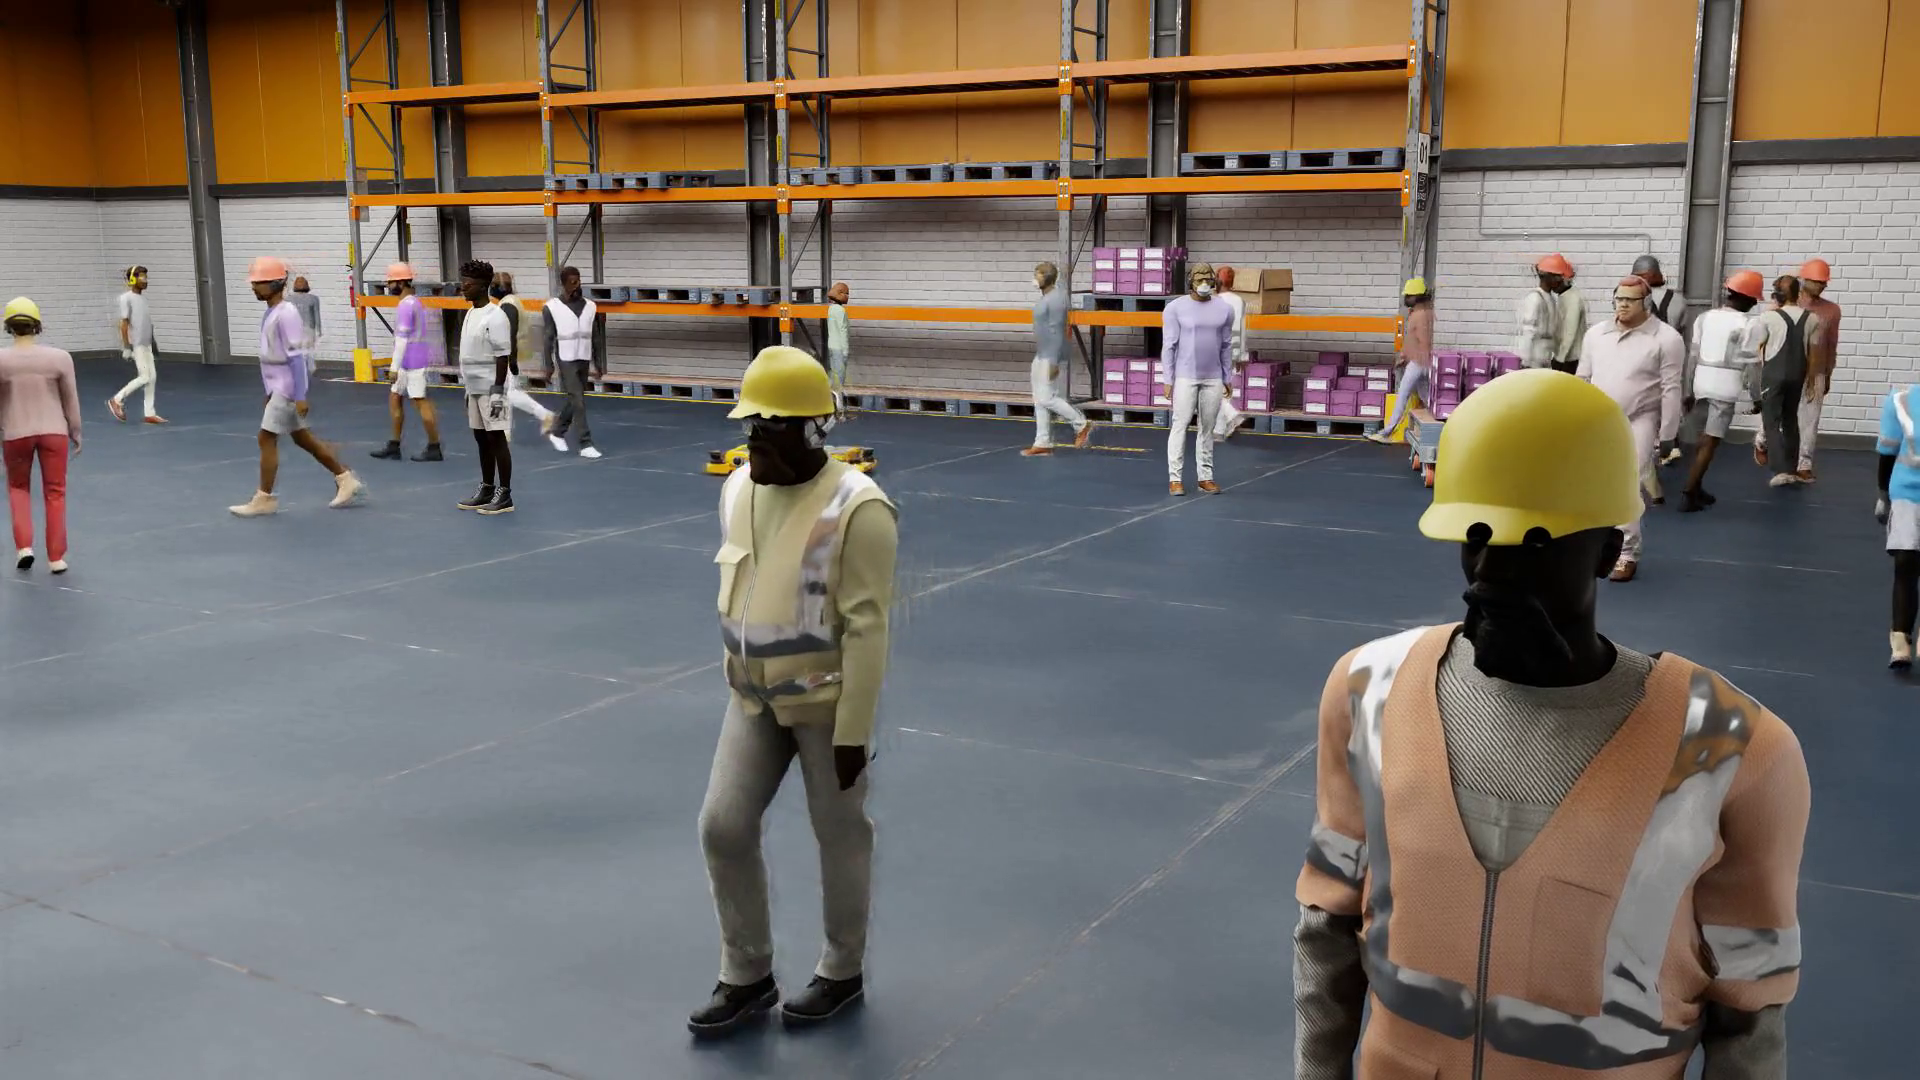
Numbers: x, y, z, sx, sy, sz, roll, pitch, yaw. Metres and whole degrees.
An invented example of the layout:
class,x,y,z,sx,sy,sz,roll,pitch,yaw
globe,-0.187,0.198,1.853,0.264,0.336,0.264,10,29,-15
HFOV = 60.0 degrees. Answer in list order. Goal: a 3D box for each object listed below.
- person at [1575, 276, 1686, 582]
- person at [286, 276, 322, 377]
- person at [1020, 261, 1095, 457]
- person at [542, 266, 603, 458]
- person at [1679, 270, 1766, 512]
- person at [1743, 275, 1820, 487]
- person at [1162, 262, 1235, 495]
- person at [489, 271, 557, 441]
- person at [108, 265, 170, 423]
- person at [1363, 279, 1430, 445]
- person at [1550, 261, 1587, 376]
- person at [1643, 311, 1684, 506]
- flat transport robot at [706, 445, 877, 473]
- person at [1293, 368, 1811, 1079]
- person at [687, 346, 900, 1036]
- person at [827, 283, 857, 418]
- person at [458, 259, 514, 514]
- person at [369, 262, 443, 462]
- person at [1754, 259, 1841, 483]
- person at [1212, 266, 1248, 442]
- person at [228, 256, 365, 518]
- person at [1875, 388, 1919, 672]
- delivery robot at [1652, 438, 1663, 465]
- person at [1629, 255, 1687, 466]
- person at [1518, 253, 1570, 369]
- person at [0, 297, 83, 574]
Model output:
class,x,y,z,sx,sy,sz,roll,pitch,yaw
person,4.087,-0.692,10.377,0.668,1.885,0.641,-7,12,-36
person,-10.283,-3.323,26.057,0.515,1.606,0.756,-4,11,-22
person,0.945,-1.764,16.305,0.622,1.926,0.632,-2,10,-12
person,-3.872,-1.782,16.554,0.952,1.881,0.599,9,14,42
person,5.945,-1.143,12.915,0.687,1.881,0.576,-5,11,-25
person,7.077,-1.354,14.299,0.516,1.817,0.633,0,10,0
person,1.981,-1.336,13.848,0.631,1.938,0.362,-2,10,-12
person,-4.682,-1.924,17.539,0.690,1.817,0.626,-2,10,-12
person,-9.591,-2.267,19.376,0.548,1.851,0.519,0,10,2
person,4.635,-1.823,17.215,0.890,1.727,0.530,2,10,12
person,5.966,-1.820,16.620,1.003,1.921,0.679,1,10,4
person,5.341,-1.016,13.064,0.887,1.583,0.545,-7,12,-34
flat transport robot,-1.528,-0.736,15.174,1.431,0.197,0.652,2,10,10
person,0.673,0.753,2.048,0.594,1.926,0.368,7,12,36
person,-0.476,0.416,4.270,0.627,1.810,0.640,8,13,38
person,-1.452,-2.284,20.081,0.289,1.632,0.497,-4,11,-23
person,-3.695,-1.186,12.920,0.368,1.966,0.603,-8,13,-40
person,-5.383,-1.689,15.917,0.835,1.904,0.566,-2,10,-11
person,7.449,-1.517,14.835,0.625,1.967,0.818,1,10,4
person,2.787,-1.936,17.449,0.592,1.866,0.547,-8,13,-38
person,-5.143,-1.184,12.851,0.986,2.005,0.652,-6,12,-30
person,4.727,-0.177,8.054,0.550,1.649,0.845,5,11,27
delivery robot,5.818,-0.818,14.564,0.477,0.478,0.707,-3,10,-16
person,6.511,-1.724,15.757,0.683,2.000,0.958,-1,10,-4
person,5.584,-1.805,16.339,0.739,2.011,0.615,7,12,35
person,-5.855,-0.652,10.529,0.530,1.747,0.443,-5,11,-24
